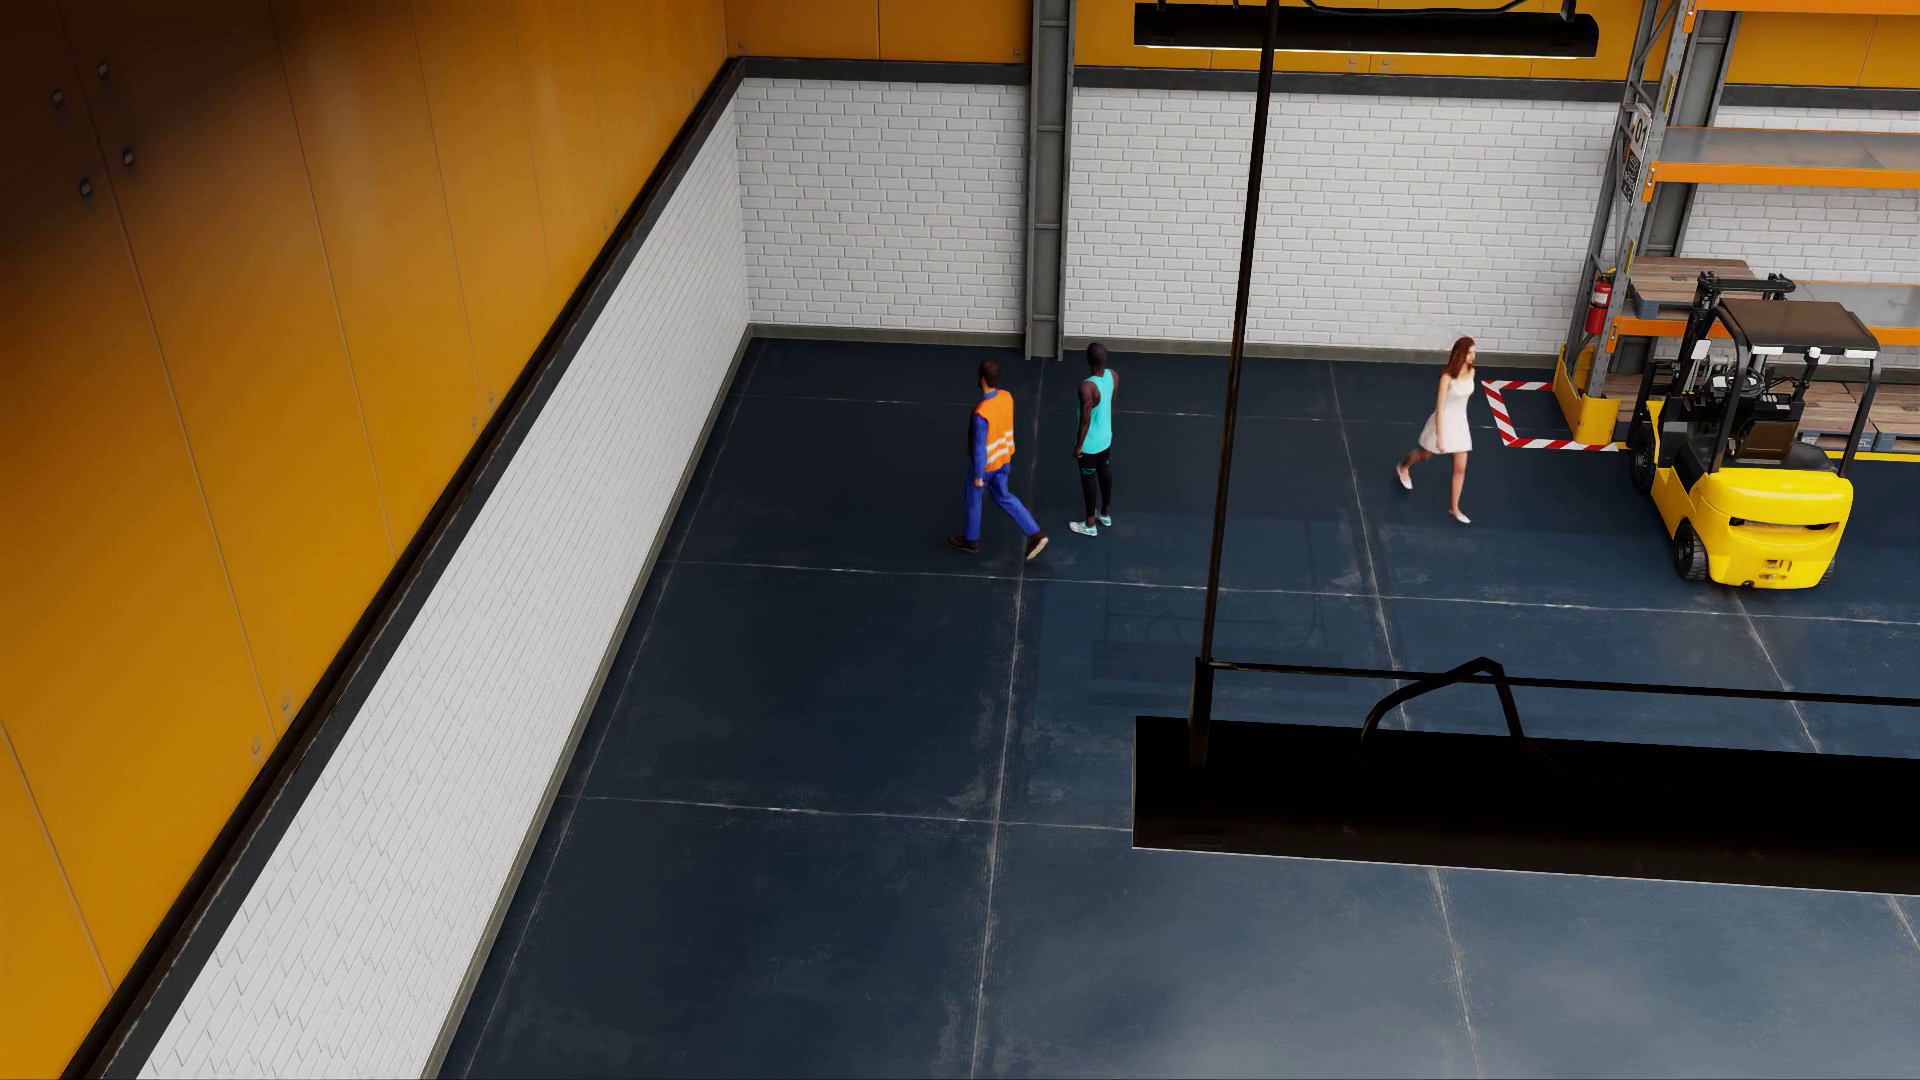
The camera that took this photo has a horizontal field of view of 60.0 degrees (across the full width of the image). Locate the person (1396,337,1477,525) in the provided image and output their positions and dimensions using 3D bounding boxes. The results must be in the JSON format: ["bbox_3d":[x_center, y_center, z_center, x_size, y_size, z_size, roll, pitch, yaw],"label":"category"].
[{"bbox_3d":[4.245,-1.037,14.720,1.155,1.672,0.964,-12,35,-17],"label":"person"}]

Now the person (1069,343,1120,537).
[{"bbox_3d":[1.166,-0.872,14.348,0.726,1.810,0.689,28,42,35],"label":"person"}]

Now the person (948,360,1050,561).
[{"bbox_3d":[0.343,-0.618,13.948,1.273,1.830,1.039,18,38,25],"label":"person"}]
